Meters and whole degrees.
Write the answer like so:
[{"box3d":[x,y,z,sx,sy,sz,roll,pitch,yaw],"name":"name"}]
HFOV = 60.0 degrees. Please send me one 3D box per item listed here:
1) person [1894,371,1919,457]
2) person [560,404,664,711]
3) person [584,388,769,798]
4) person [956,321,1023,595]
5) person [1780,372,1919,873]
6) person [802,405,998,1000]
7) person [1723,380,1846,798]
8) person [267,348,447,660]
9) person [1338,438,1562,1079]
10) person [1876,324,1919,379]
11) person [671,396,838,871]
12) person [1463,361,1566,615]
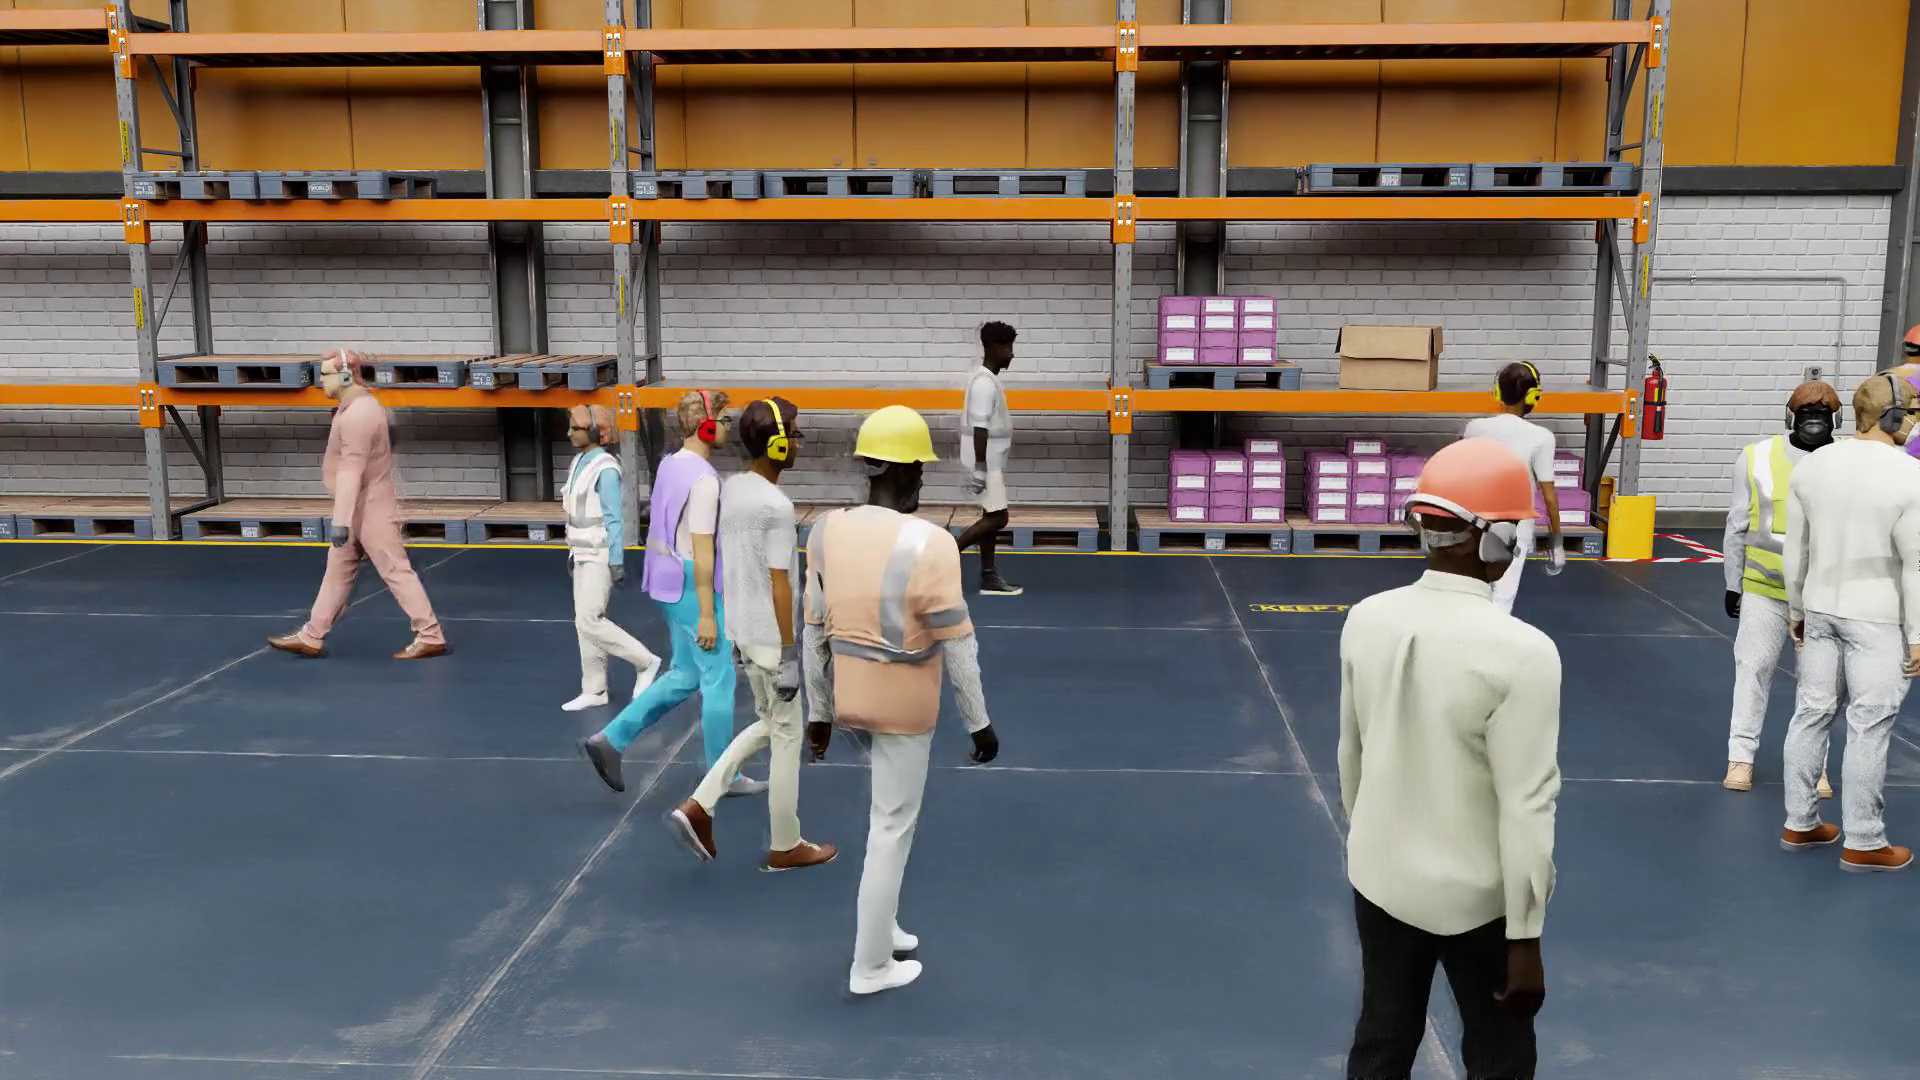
[{"box3d":[6.820,-0.574,11.849,0.540,1.912,0.595,-8,12,-38],"name":"person"},{"box3d":[-1.869,0.094,8.701,0.438,1.626,0.520,-5,11,-27],"name":"person"},{"box3d":[-1.226,0.255,7.193,0.716,1.823,0.575,-5,11,-25],"name":"person"},{"box3d":[0.127,-0.553,11.560,0.565,1.942,0.604,0,10,-2],"name":"person"},{"box3d":[3.499,0.317,6.488,0.362,1.936,0.631,-4,11,-23],"name":"person"},{"box3d":[-0.177,0.520,5.374,0.577,1.907,0.599,-9,13,-43],"name":"person"},{"box3d":[3.704,0.217,7.353,0.622,1.844,0.429,3,10,19],"name":"person"},{"box3d":[-3.540,-0.189,9.728,1.024,1.846,0.650,-3,10,-20],"name":"person"},{"box3d":[1.141,0.760,3.772,0.547,1.990,0.642,-6,11,-31],"name":"person"},{"box3d":[6.962,-0.655,12.285,0.900,1.901,0.541,-7,12,-36],"name":"person"},{"box3d":[-0.773,0.382,6.340,0.560,1.857,0.532,-7,12,-34],"name":"person"},{"box3d":[2.929,-0.020,8.760,0.894,1.828,0.573,-9,13,-42],"name":"person"}]
